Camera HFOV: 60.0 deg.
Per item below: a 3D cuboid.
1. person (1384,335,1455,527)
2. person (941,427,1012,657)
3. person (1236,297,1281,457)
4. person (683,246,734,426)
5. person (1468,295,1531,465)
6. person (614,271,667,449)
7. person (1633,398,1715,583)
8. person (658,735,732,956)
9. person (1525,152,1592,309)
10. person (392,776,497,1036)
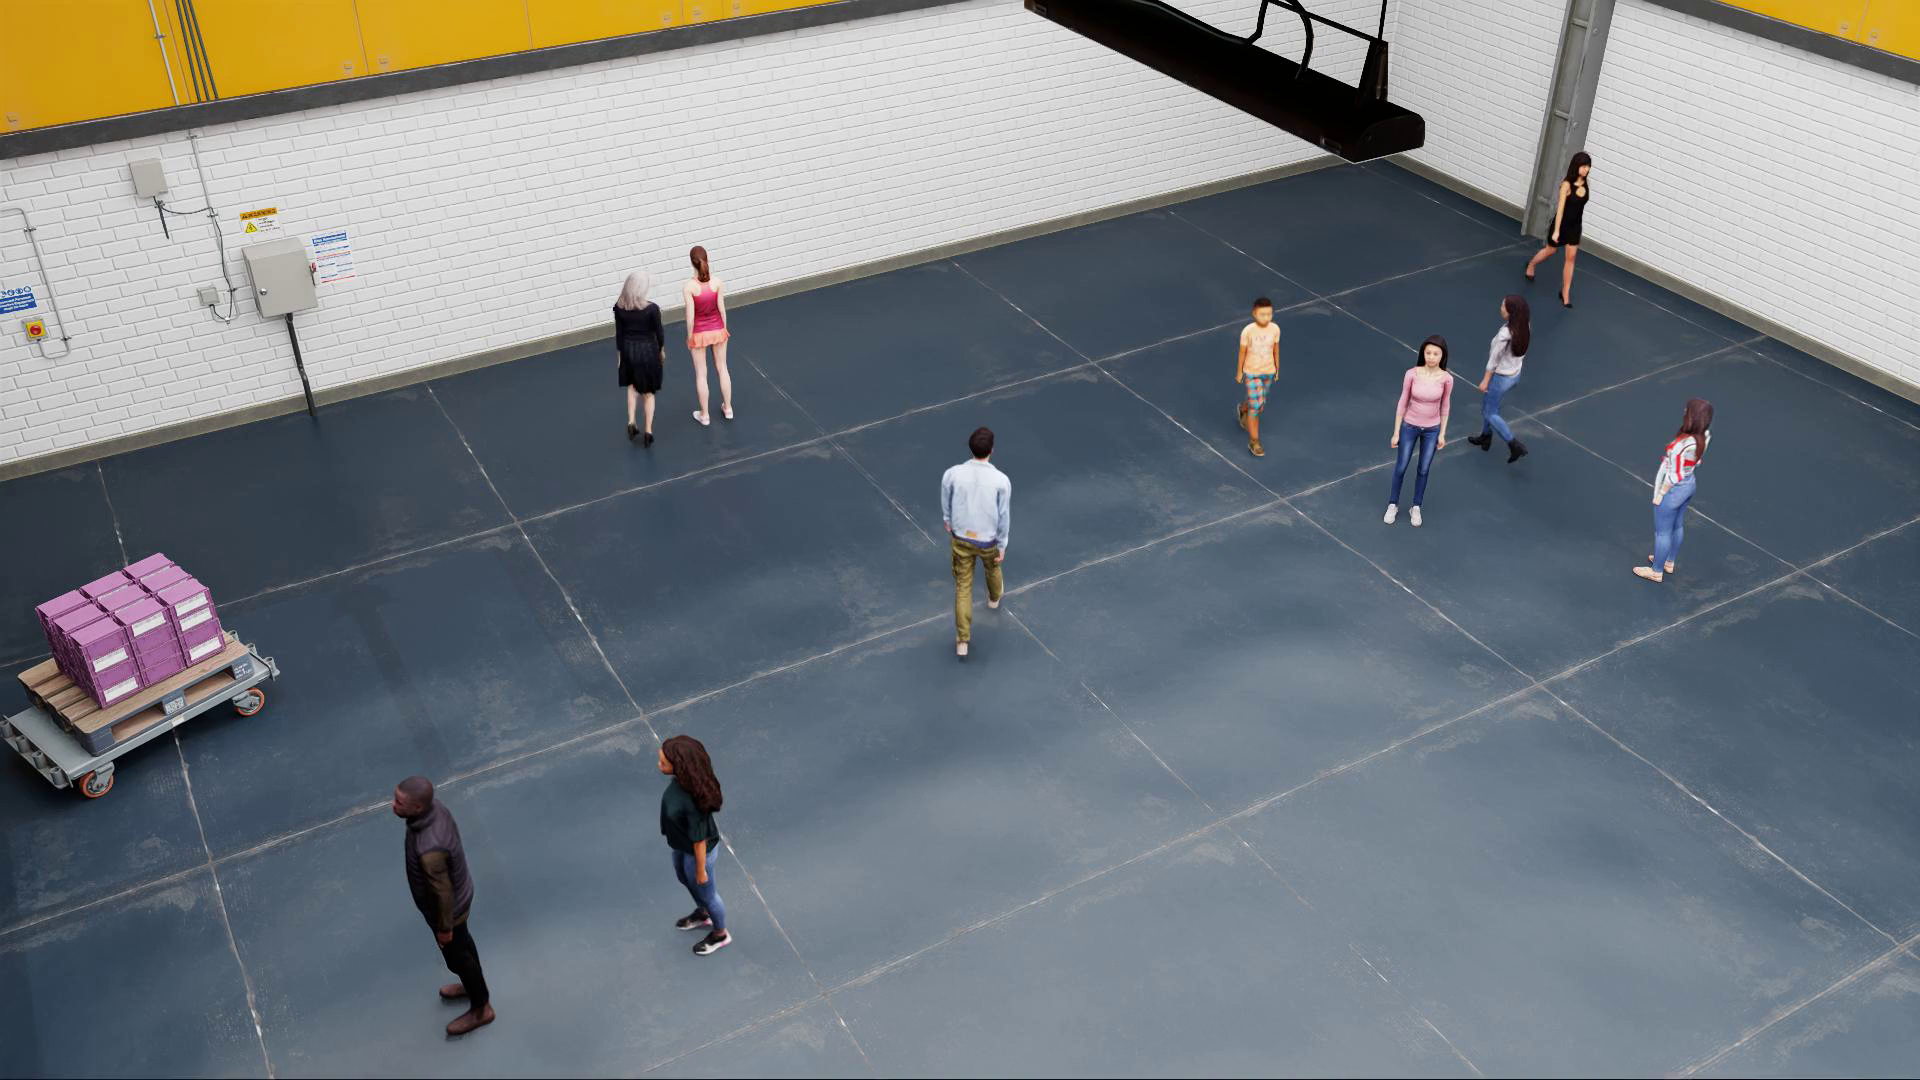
[{"bbox_3d":[3.854,-0.922,13.911,0.648,1.742,0.703,8,34,11],"label":"person"},{"bbox_3d":[0.096,0.049,12.432,1.141,1.762,1.265,5,34,7],"label":"person"},{"bbox_3d":[2.689,-1.547,15.124,0.682,1.439,0.991,-9,35,-13],"label":"person"},{"bbox_3d":[-2.343,-1.902,15.375,0.554,1.754,0.549,-17,37,-24],"label":"person"},{"bbox_3d":[4.865,-1.391,14.736,0.750,1.611,0.966,-26,42,-34],"label":"person"},{"bbox_3d":[-2.833,-1.583,14.919,0.756,1.728,0.792,-1,34,-2],"label":"person"},{"bbox_3d":[5.714,-0.408,13.254,0.631,1.612,0.561,-25,41,-33],"label":"person"},{"bbox_3d":[-1.562,1.816,9.910,0.686,1.612,0.563,-10,35,-14],"label":"person"},{"bbox_3d":[6.356,-3.330,17.645,0.671,1.618,1.073,-12,35,-17],"label":"person"},{"bbox_3d":[-2.906,2.035,9.377,0.796,1.836,0.556,-12,35,-17],"label":"person"}]
